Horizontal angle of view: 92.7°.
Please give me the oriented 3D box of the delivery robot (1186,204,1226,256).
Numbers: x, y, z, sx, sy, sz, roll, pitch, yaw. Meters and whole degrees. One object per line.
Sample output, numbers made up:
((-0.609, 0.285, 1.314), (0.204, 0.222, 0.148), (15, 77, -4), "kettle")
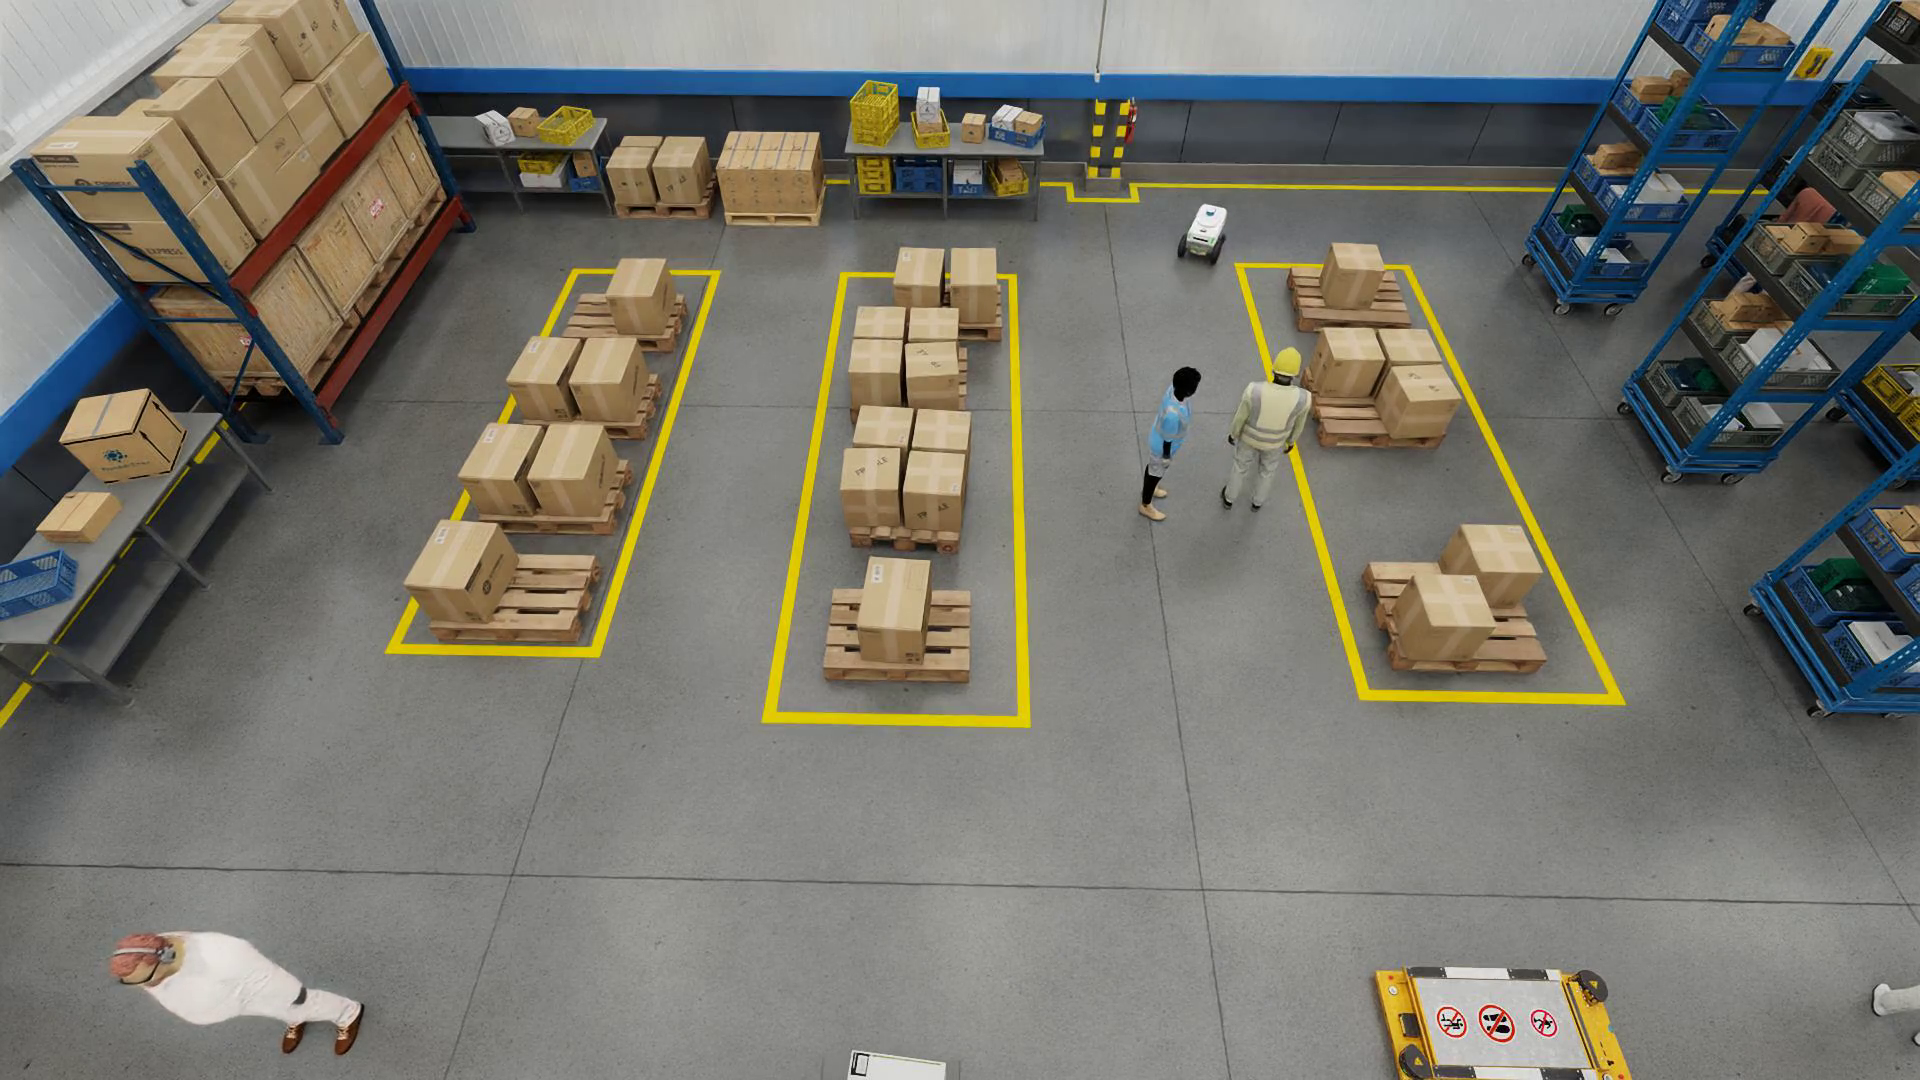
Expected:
((3.070, -3.893, 11.402), (0.477, 0.478, 0.707), (18, 53, 14), "delivery robot")

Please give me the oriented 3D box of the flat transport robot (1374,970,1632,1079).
((3.501, 3.133, 5.914), (1.431, 0.197, 0.652), (1, 51, 1), "flat transport robot")

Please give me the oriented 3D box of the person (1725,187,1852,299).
((9.023, -3.131, 9.929), (0.411, 1.980, 0.624), (-20, 54, -15), "person")

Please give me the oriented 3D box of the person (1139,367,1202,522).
((1.867, -0.886, 8.278), (0.322, 1.692, 0.533), (12, 52, 10), "person")

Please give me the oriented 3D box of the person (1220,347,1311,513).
((2.735, -0.959, 8.251), (0.601, 1.827, 0.403), (9, 51, 7), "person")

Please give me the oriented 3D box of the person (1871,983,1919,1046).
((6.211, 2.642, 5.436), (0.310, 1.640, 0.514), (-30, 57, -22), "person")

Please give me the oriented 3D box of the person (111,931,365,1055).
((-4.150, 2.622, 5.292), (0.651, 1.900, 0.400), (2, 51, 2), "person")
